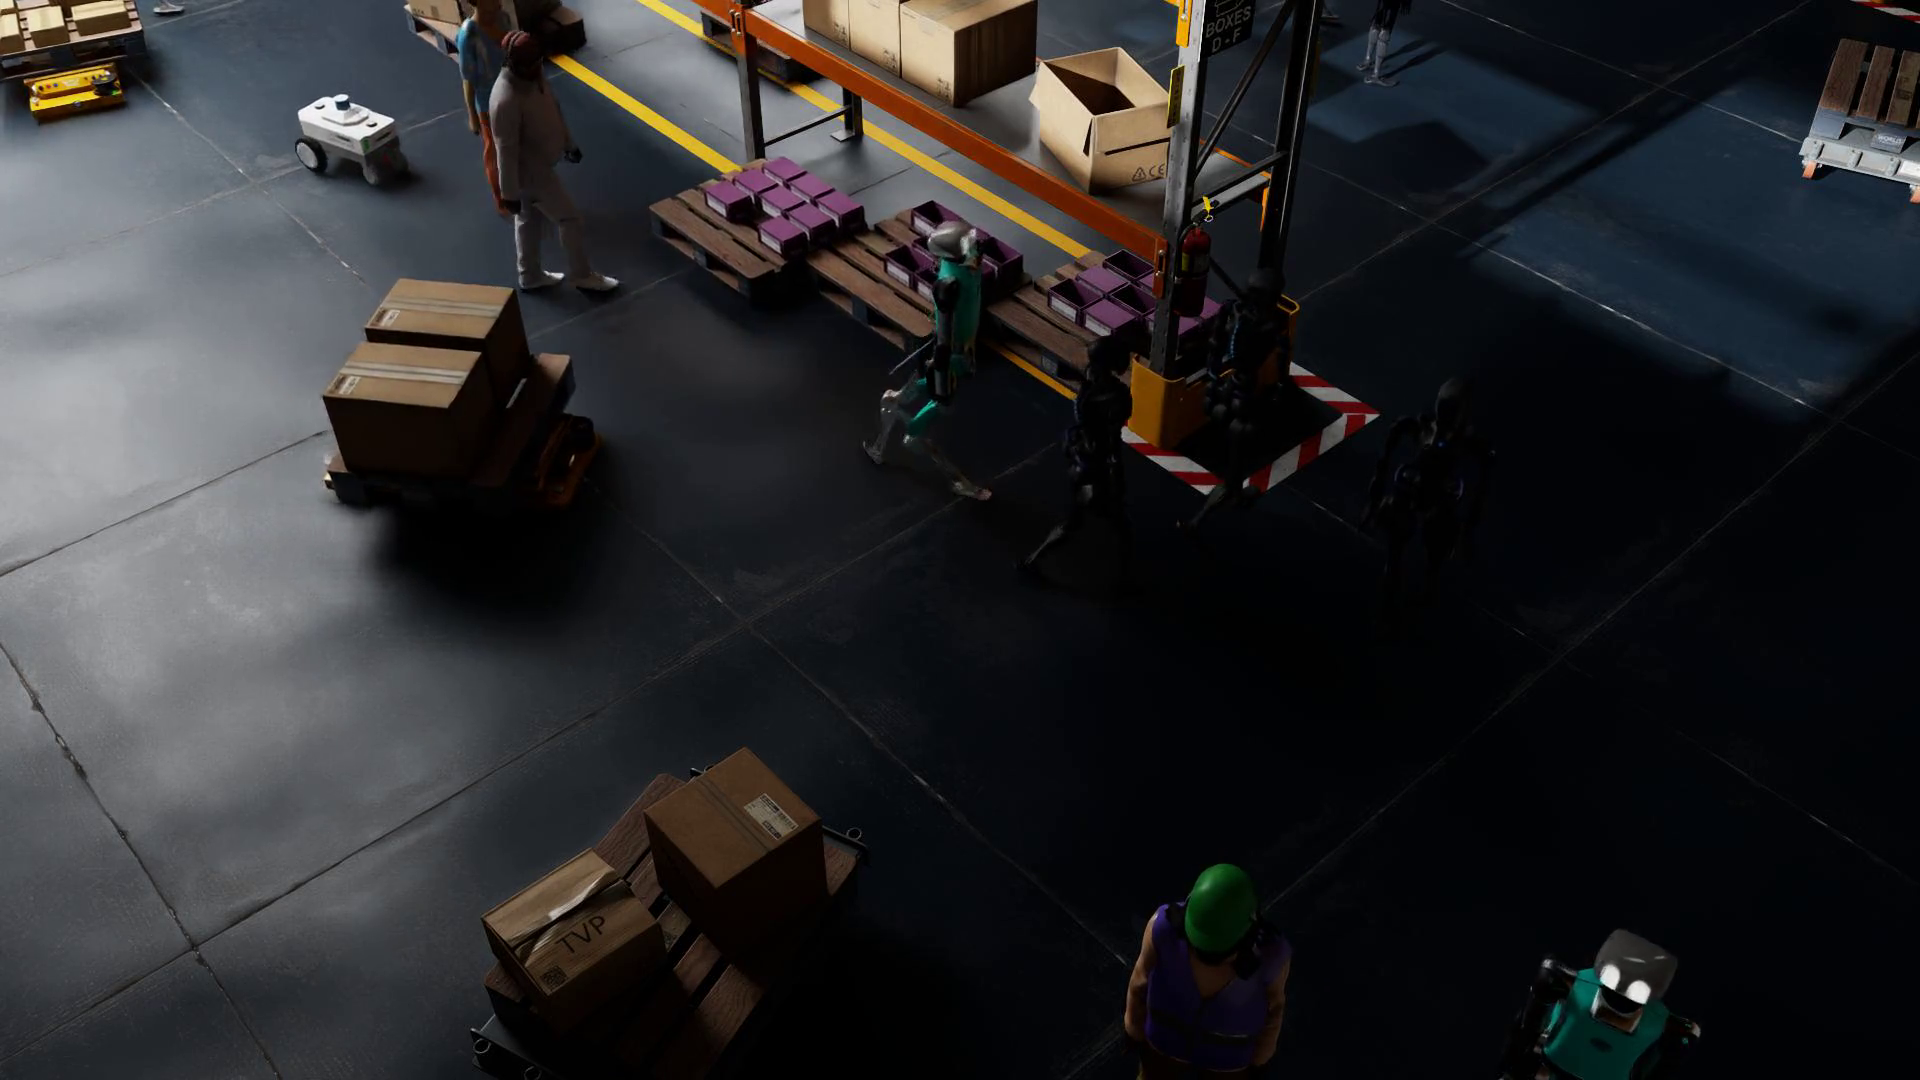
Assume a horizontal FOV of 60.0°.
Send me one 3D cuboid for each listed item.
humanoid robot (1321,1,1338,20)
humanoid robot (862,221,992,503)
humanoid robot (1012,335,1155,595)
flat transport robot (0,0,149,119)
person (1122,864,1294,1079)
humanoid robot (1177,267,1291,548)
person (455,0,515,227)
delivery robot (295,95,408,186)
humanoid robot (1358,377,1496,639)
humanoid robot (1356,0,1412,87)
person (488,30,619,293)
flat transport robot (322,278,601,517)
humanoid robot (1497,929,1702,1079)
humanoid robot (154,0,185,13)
[{"bbox_3d":[3.026,-4.933,13.450,0.777,1.868,0.540,27,49,26],"label":"humanoid robot"},{"bbox_3d":[-0.275,-0.967,9.110,0.919,1.819,0.548,13,44,13],"label":"humanoid robot"},{"bbox_3d":[0.662,-0.362,8.502,0.745,1.644,0.588,-10,44,-11],"label":"humanoid robot"},{"bbox_3d":[-7.083,-3.795,13.223,0.659,0.231,1.431,-18,46,-19],"label":"flat transport robot"},{"bbox_3d":[0.859,1.763,5.950,0.545,1.929,0.417,11,44,12],"label":"person"},{"bbox_3d":[1.447,-0.717,8.858,0.726,1.631,0.610,-27,49,-26],"label":"humanoid robot"},{"bbox_3d":[-3.112,-2.967,11.219,0.423,1.757,0.572,22,47,22],"label":"person"},{"bbox_3d":[-4.443,-2.943,12.095,0.807,0.609,0.499,22,47,22],"label":"delivery robot"},{"bbox_3d":[2.280,-0.139,8.202,0.588,1.641,0.358,16,45,17],"label":"humanoid robot"},{"bbox_3d":[3.351,-4.350,12.776,0.315,1.657,0.599,0,43,0],"label":"humanoid robot"},{"bbox_3d":[-2.580,-2.353,10.468,0.758,1.865,0.670,-6,43,-6],"label":"person"},{"bbox_3d":[-2.873,-0.495,9.634,1.431,0.231,0.659,6,43,6],"label":"flat transport robot"},{"bbox_3d":[2.286,1.824,6.061,0.538,1.763,1.029,21,47,22],"label":"humanoid robot"},{"bbox_3d":[-6.802,-5.104,13.596,0.681,1.835,0.549,-7,43,-8],"label":"humanoid robot"}]
